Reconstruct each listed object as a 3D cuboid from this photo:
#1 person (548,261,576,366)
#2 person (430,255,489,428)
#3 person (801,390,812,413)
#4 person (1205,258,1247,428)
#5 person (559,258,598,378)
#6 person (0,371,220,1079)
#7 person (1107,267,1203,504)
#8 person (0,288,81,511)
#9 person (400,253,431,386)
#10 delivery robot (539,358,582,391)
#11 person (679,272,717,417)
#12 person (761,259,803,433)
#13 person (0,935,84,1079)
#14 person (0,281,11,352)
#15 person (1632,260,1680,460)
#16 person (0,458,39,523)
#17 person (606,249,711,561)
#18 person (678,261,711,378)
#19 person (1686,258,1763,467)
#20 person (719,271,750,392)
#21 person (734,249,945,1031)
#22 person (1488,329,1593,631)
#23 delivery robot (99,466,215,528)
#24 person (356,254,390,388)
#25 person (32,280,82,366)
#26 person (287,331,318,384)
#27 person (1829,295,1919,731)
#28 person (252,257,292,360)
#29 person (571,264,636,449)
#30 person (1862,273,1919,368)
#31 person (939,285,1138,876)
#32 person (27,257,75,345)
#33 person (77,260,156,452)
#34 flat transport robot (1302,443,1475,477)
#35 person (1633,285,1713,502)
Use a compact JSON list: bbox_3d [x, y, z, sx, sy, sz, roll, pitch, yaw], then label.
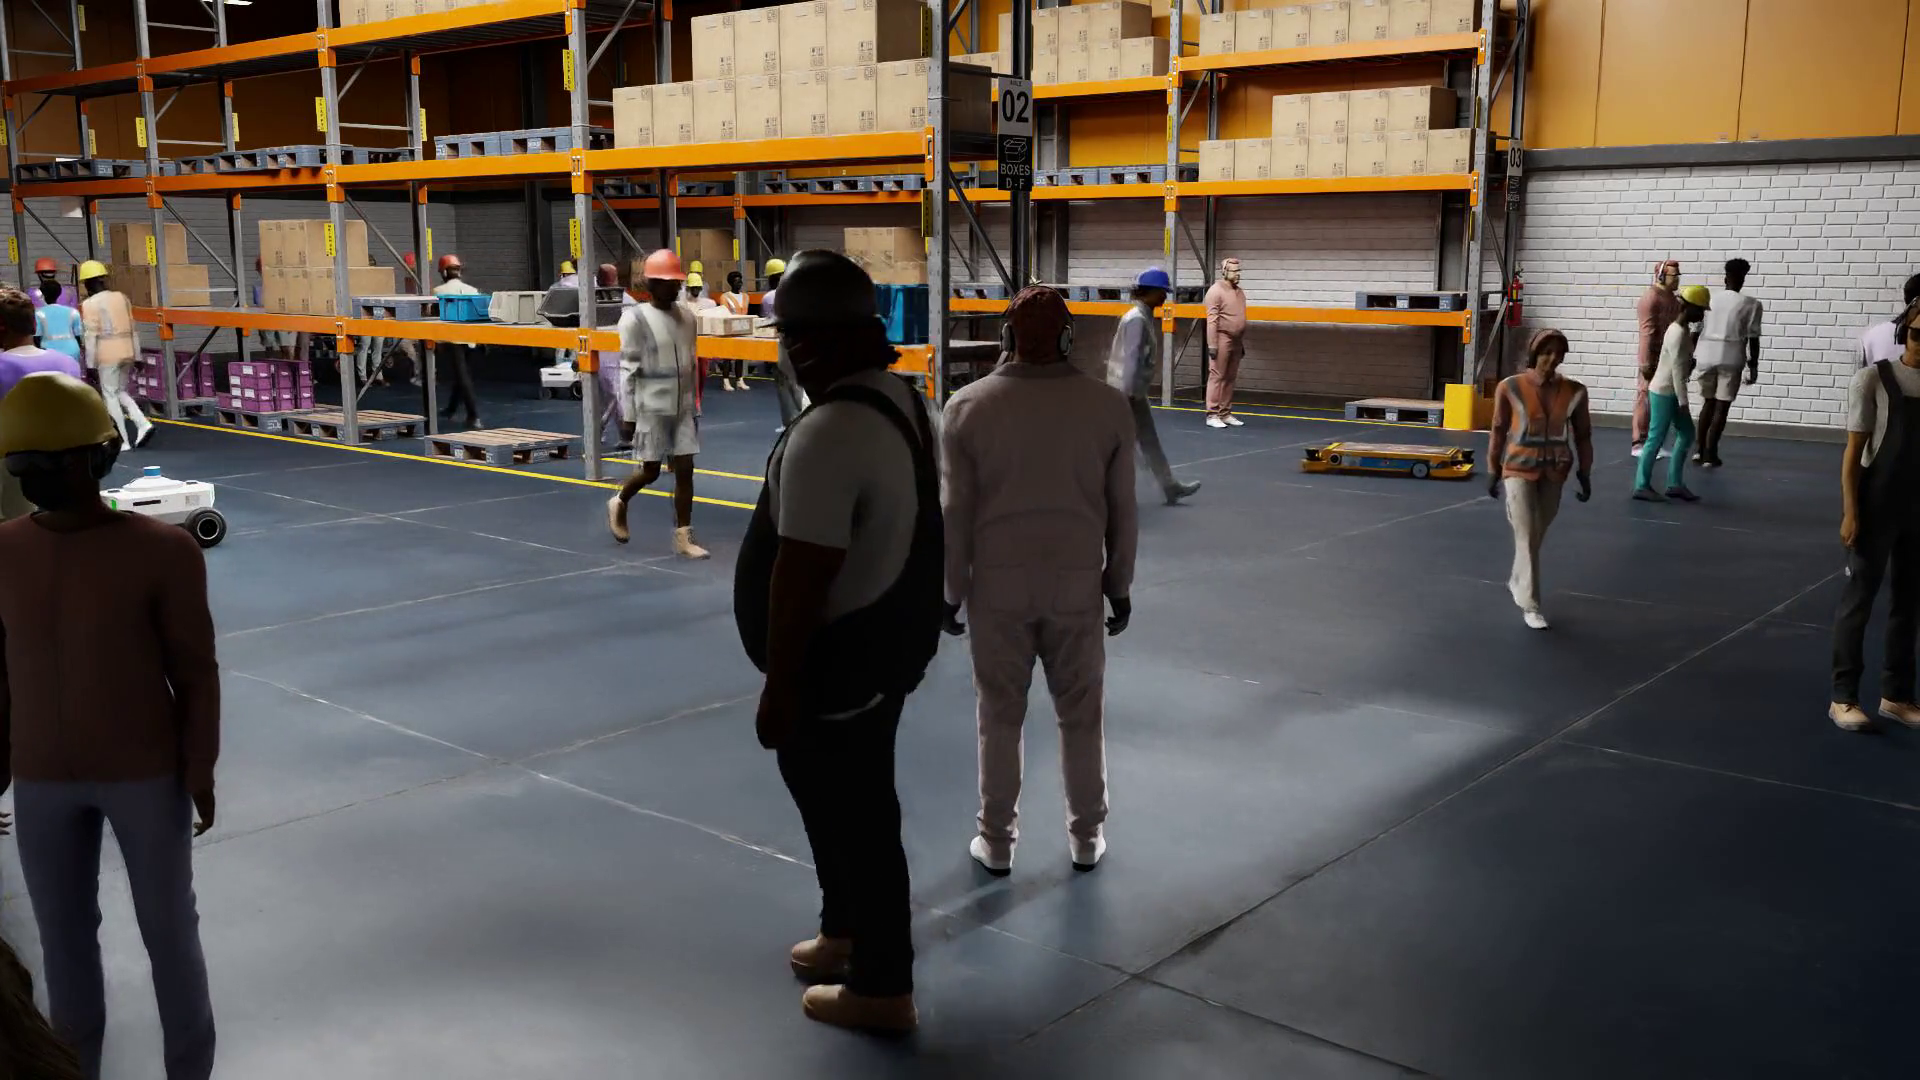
[{"bbox_3d":[-5.716,-3.149,24.300,0.403,1.832,0.594,9,13,42],"label":"person"},{"bbox_3d":[-5.789,-2.262,18.958,1.038,1.928,0.612,7,12,33],"label":"person"},{"bbox_3d":[-0.759,-0.497,9.762,0.366,1.627,0.535,-2,10,-11],"label":"person"},{"bbox_3d":[3.039,-2.224,18.828,0.400,1.907,0.644,9,13,42],"label":"person"},{"bbox_3d":[-5.074,-2.891,22.350,0.639,1.989,1.022,-3,10,-16],"label":"person"},{"bbox_3d":[-1.895,0.514,3.639,0.533,1.767,0.325,0,10,-3],"label":"person"},{"bbox_3d":[1.366,-1.177,12.970,1.054,1.867,0.687,2,10,12],"label":"person"},{"bbox_3d":[-4.196,-0.215,7.570,0.373,1.840,0.570,3,10,15],"label":"person"},{"bbox_3d":[-7.982,-3.228,24.410,0.694,1.948,0.507,9,13,40],"label":"person"},{"bbox_3d":[-5.247,-2.197,22.250,0.707,0.478,0.477,1,10,7],"label":"delivery robot"},{"bbox_3d":[-3.218,-2.390,20.259,0.529,1.734,0.827,-4,11,-23],"label":"person"},{"bbox_3d":[-1.928,-2.096,18.091,0.439,1.902,0.615,9,14,43],"label":"person"},{"bbox_3d":[-0.701,0.968,1.120,0.491,1.744,0.321,-1,10,-6],"label":"person"},{"bbox_3d":[-13.113,-2.820,22.518,0.689,1.799,0.805,5,11,25],"label":"person"},{"bbox_3d":[6.748,-1.731,16.022,0.400,1.907,0.644,9,13,42],"label":"person"},{"bbox_3d":[-3.418,0.146,5.584,0.630,1.814,0.584,-5,11,-27],"label":"person"},{"bbox_3d":[-1.991,-0.884,10.893,0.791,2.024,0.613,9,13,41],"label":"person"},{"bbox_3d":[-4.099,-3.419,25.856,0.403,1.826,0.594,9,13,42],"label":"person"},{"bbox_3d":[7.099,-1.639,15.439,0.580,1.935,0.621,-9,13,-41],"label":"person"},{"bbox_3d":[-3.181,-2.954,23.578,0.320,1.695,0.537,9,13,42],"label":"person"},{"bbox_3d":[-0.349,0.260,4.299,0.599,2.000,0.703,3,10,14],"label":"person"},{"bbox_3d":[3.159,-0.361,9.112,0.521,1.595,0.867,0,10,0],"label":"person"},{"bbox_3d":[-5.409,-0.250,11.166,0.477,0.478,0.707,8,13,40],"label":"delivery robot"},{"bbox_3d":[-8.574,-3.180,24.179,0.355,1.937,0.635,7,12,34],"label":"person"},{"bbox_3d":[-9.824,-1.989,18.125,0.532,1.677,0.453,-9,13,-40],"label":"person"},{"bbox_3d":[-9.795,-3.284,24.615,0.393,1.990,0.616,6,12,32],"label":"person"},{"bbox_3d":[3.948,-0.109,6.977,0.507,1.840,0.344,-1,10,-3],"label":"person"},{"bbox_3d":[-9.890,-3.137,24.025,0.561,1.909,0.746,-9,13,-41],"label":"person"},{"bbox_3d":[-3.597,-1.860,16.903,0.999,1.855,0.640,7,12,37],"label":"person"},{"bbox_3d":[5.931,-0.725,10.395,0.987,1.862,0.614,-7,12,-33],"label":"person"},{"bbox_3d":[0.244,0.136,5.392,0.652,1.906,0.402,-1,10,-5],"label":"person"},{"bbox_3d":[-10.809,-2.389,19.767,0.867,1.898,0.575,8,13,38],"label":"person"},{"bbox_3d":[-8.393,-1.810,16.467,0.532,1.901,0.633,2,10,13],"label":"person"},{"bbox_3d":[3.868,-0.734,14.995,1.431,0.197,0.652,4,11,23],"label":"flat transport robot"},{"bbox_3d":[5.683,-1.144,13.166,0.618,1.718,0.541,5,11,29],"label":"person"}]
